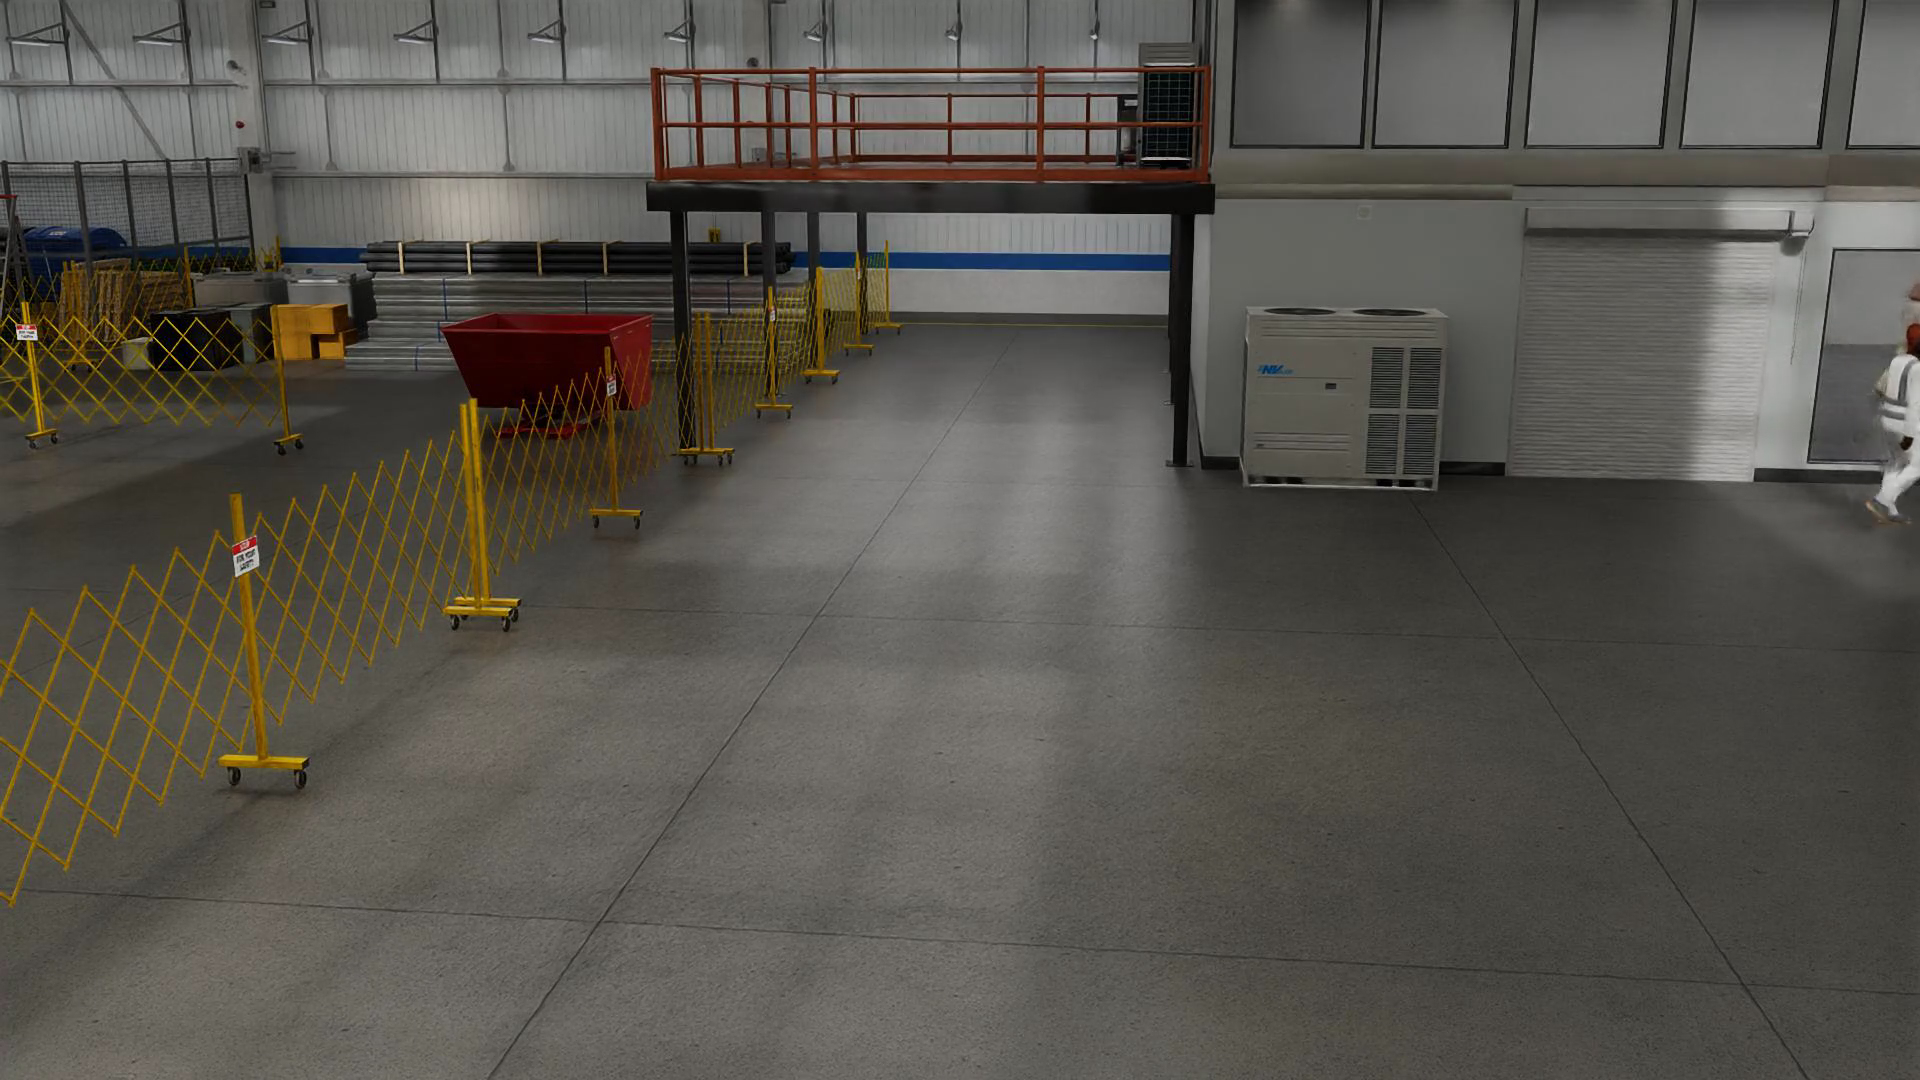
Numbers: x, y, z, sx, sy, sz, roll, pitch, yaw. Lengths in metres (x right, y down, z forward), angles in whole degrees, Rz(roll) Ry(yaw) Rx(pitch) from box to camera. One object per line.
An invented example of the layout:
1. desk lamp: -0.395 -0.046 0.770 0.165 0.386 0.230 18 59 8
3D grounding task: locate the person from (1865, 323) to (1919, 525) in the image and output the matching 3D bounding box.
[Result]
1. person: 8.592 -1.033 15.118 0.427 1.871 0.586 1 14 4
